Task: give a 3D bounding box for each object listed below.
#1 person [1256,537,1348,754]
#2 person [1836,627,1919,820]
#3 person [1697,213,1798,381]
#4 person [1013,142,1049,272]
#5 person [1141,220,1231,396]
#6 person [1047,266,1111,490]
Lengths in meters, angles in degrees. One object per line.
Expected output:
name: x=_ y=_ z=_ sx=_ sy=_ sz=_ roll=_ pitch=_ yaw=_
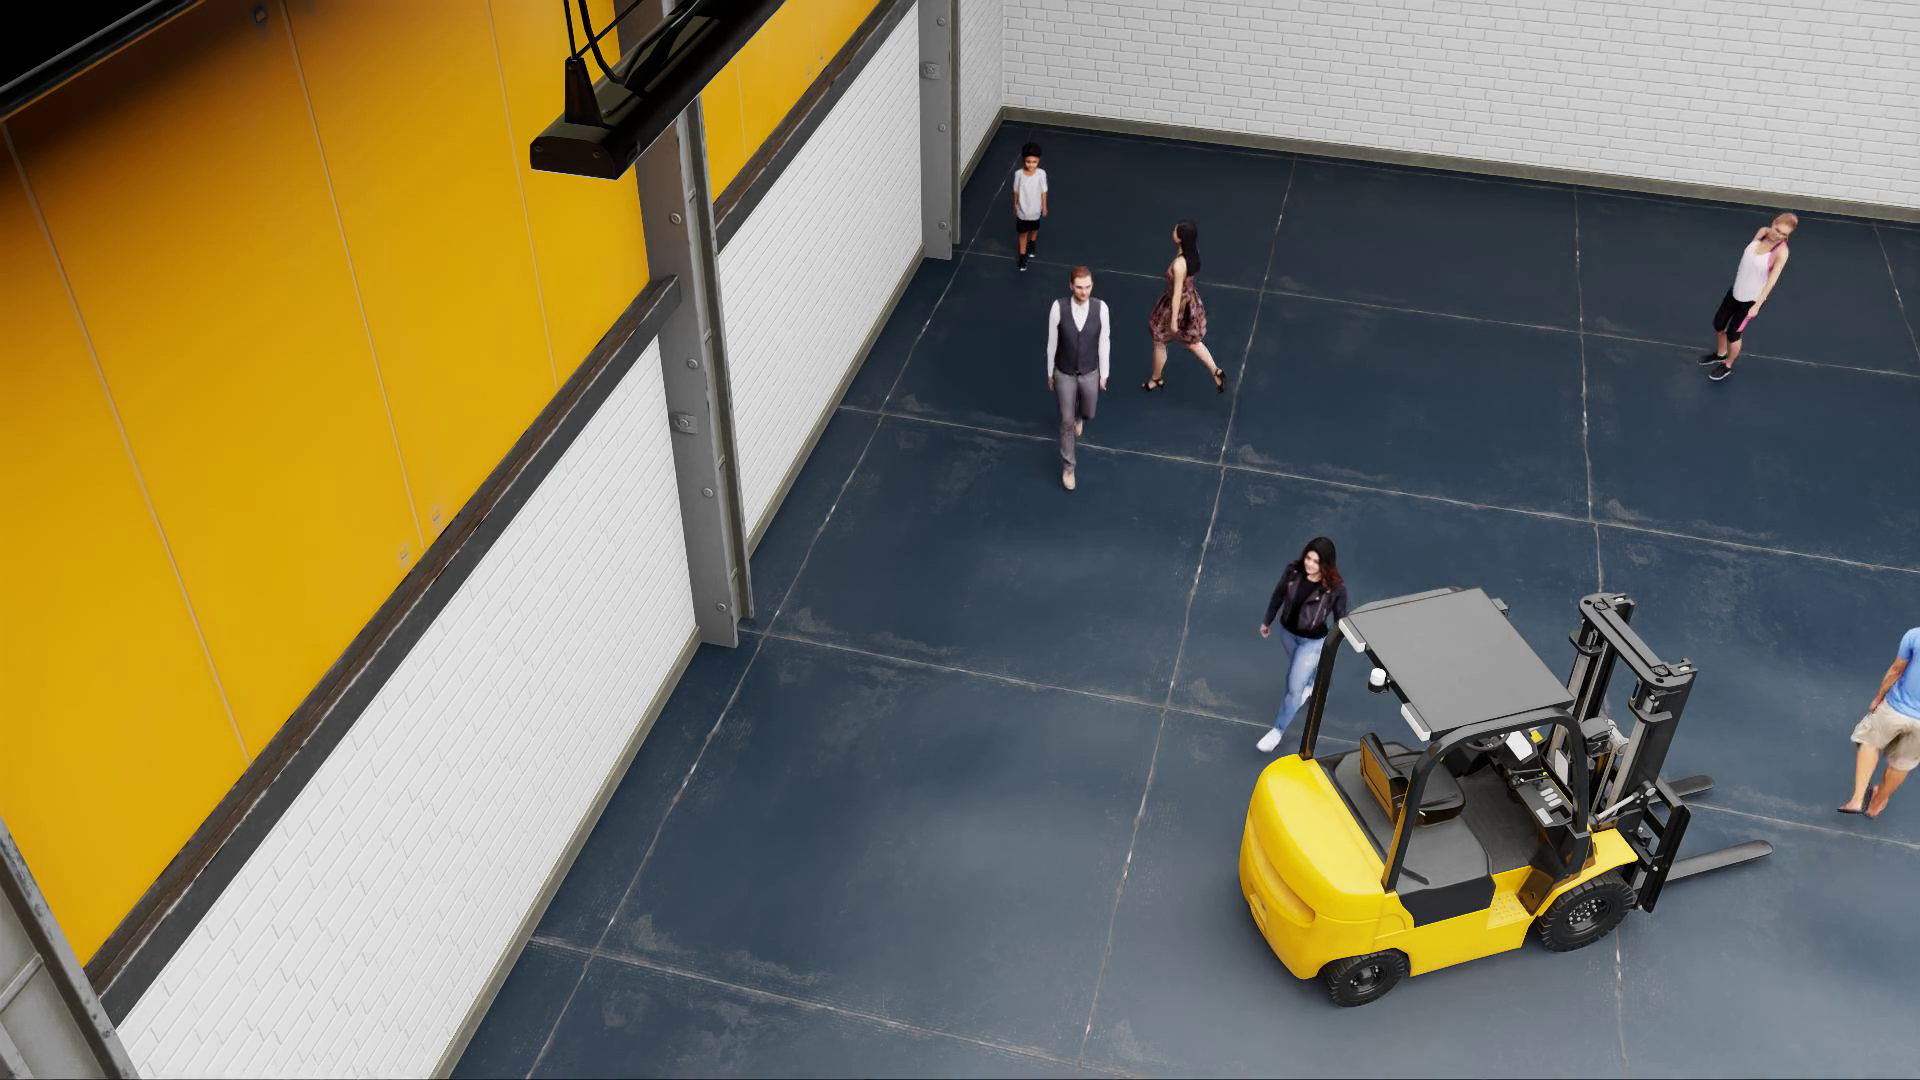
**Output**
person: x=2.346 y=0.596 z=11.195 sx=0.977 sy=1.596 sz=1.182 roll=31 pitch=48 yaw=33
person: x=5.918 y=1.111 z=10.350 sx=0.791 sy=1.847 sz=0.916 roll=22 pitch=44 yaw=25
person: x=6.890 y=-2.132 z=14.506 sx=0.861 sy=1.729 sz=0.704 roll=0 pitch=39 yaw=0
person: x=0.694 y=-3.343 z=16.411 sx=0.584 sy=1.242 sz=0.807 roll=2 pitch=39 yaw=2
person: x=1.953 y=-1.928 z=14.230 sx=0.872 sy=1.753 sz=1.064 roll=19 pitch=42 yaw=22
person: x=0.929 y=-1.405 z=13.447 sx=0.882 sy=1.913 sz=1.136 roll=-2 pitch=39 yaw=-2
